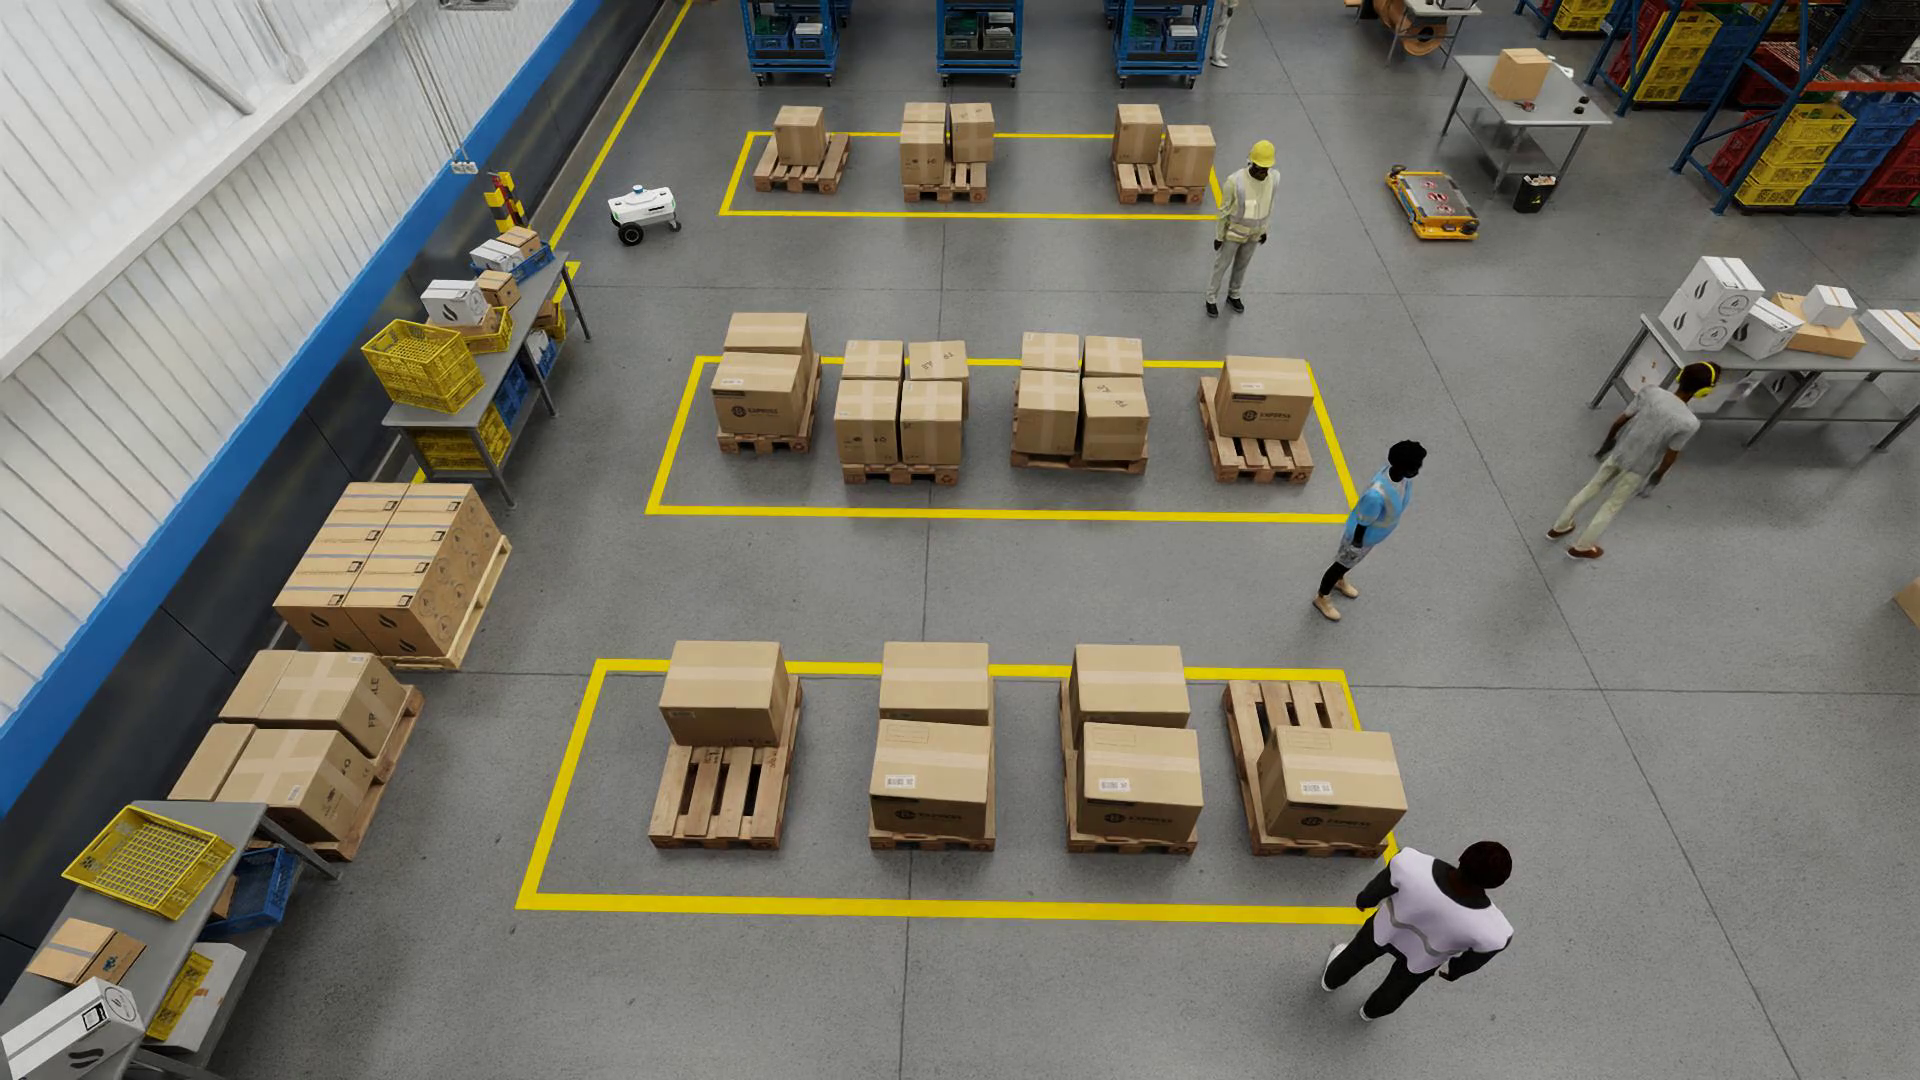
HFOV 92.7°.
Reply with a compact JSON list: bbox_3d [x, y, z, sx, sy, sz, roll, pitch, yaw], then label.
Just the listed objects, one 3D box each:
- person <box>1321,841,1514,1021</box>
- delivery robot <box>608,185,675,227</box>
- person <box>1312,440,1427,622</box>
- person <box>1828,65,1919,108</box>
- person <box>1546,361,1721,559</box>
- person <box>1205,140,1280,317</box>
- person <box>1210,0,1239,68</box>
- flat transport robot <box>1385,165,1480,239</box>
[{"bbox_3d":[2.307,2.015,4.689,0.391,1.920,0.587,-36,58,-27],"label":"person"},{"bbox_3d":[-3.668,-3.860,10.610,0.707,0.478,0.477,-20,52,-17],"label":"delivery robot"},{"bbox_3d":[2.967,-0.079,6.646,0.315,1.695,0.541,35,58,26],"label":"person"},{"bbox_3d":[12.455,-6.335,11.980,0.982,1.835,0.606,11,50,9],"label":"person"},{"bbox_3d":[5.108,-0.588,6.980,0.310,1.861,0.534,-15,51,-12],"label":"person"},{"bbox_3d":[2.830,-3.091,9.164,0.600,1.831,0.404,-13,50,-11],"label":"person"},{"bbox_3d":[3.943,-7.853,13.412,0.312,1.642,0.512,8,50,7],"label":"person"},{"bbox_3d":[5.692,-4.094,11.059,0.652,0.197,1.431,1,49,1],"label":"flat transport robot"}]
